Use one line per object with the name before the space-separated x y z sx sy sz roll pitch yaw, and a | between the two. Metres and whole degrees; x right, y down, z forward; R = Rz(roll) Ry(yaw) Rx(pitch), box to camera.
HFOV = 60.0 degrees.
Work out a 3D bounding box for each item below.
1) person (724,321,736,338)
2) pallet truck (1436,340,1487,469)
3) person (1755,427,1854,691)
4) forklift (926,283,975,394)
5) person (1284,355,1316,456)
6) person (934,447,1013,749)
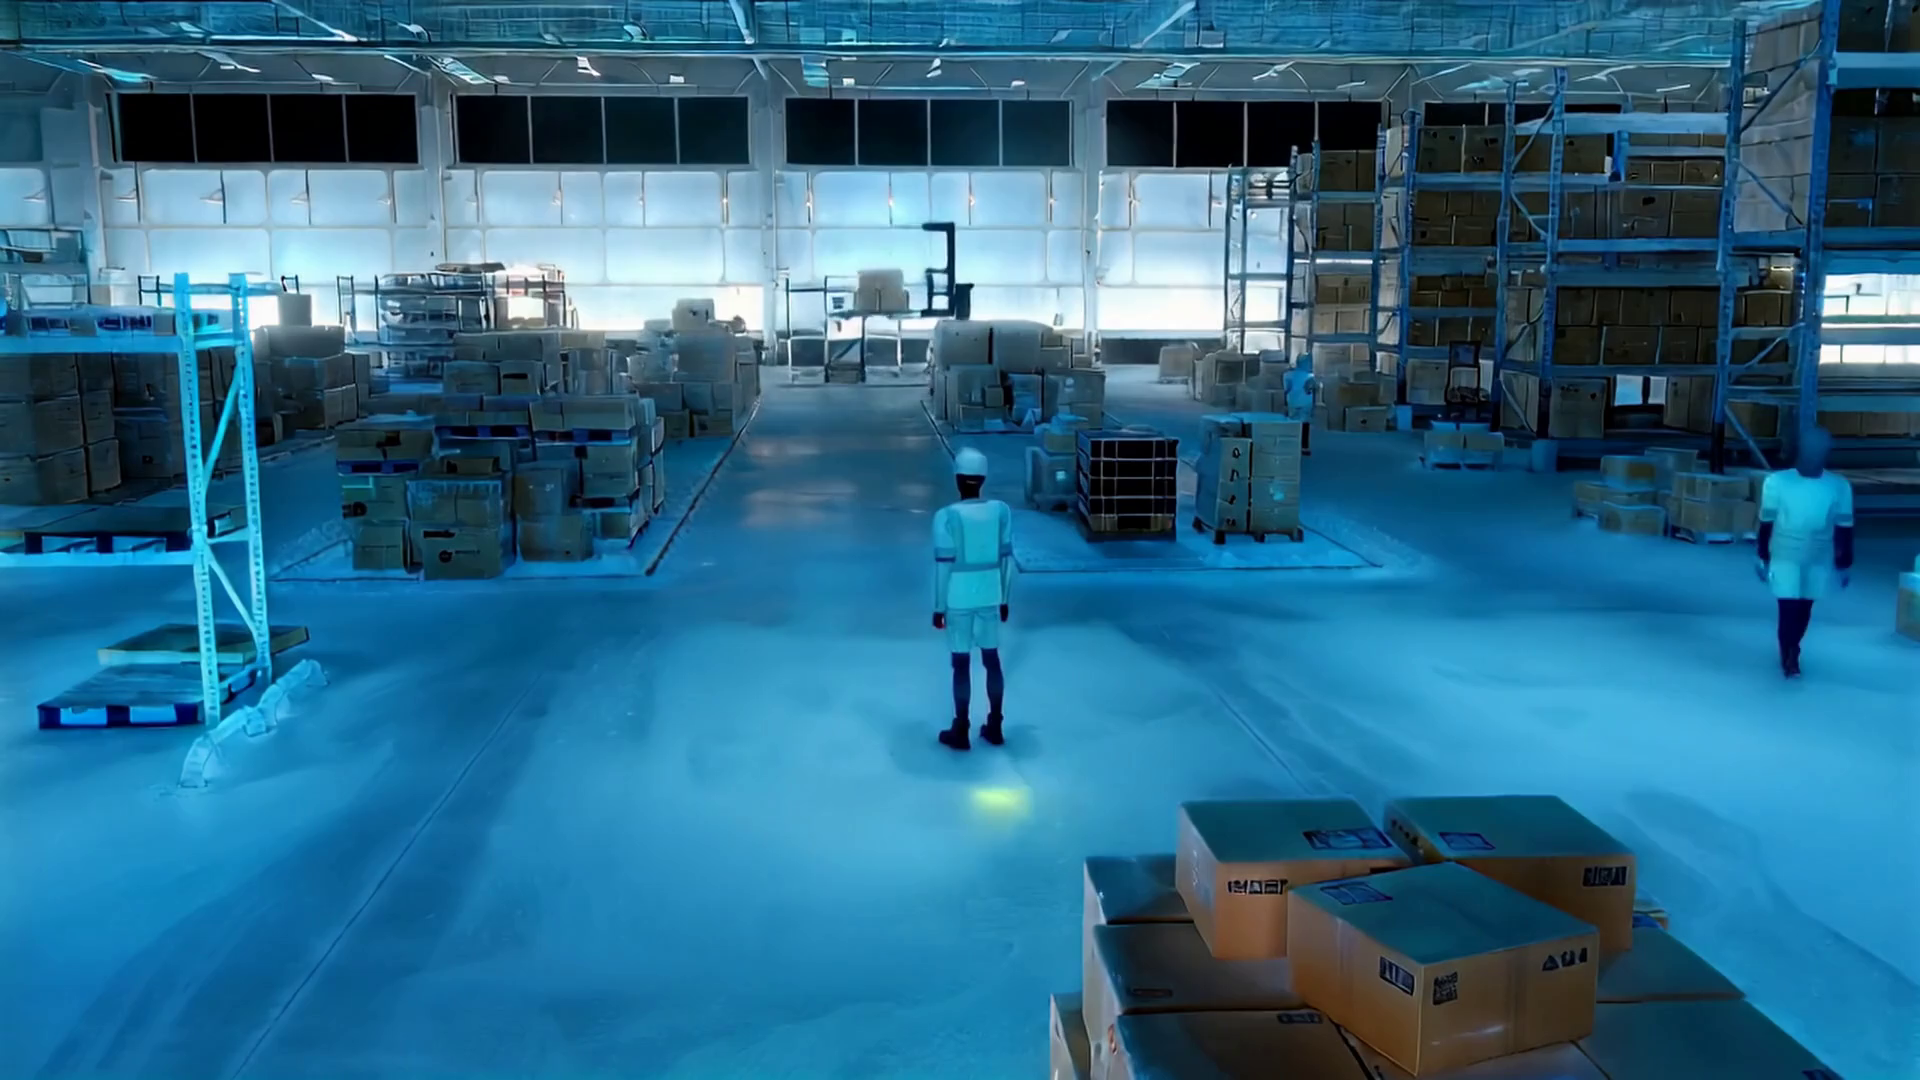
person | -5.670 -4.496 41.371 0.514 1.883 0.613 0 9 -1
pallet truck | 8.004 -2.170 26.422 0.823 1.965 1.885 2 9 14
person | 6.200 0.135 12.183 0.622 1.910 1.037 3 9 16
forklift | 0.099 -5.113 42.135 1.873 2.768 1.129 -1 9 -4
person | 5.690 -2.247 27.841 0.532 1.698 0.319 3 10 19
person | 0.072 0.371 10.652 0.543 1.939 0.355 -5 10 -26
